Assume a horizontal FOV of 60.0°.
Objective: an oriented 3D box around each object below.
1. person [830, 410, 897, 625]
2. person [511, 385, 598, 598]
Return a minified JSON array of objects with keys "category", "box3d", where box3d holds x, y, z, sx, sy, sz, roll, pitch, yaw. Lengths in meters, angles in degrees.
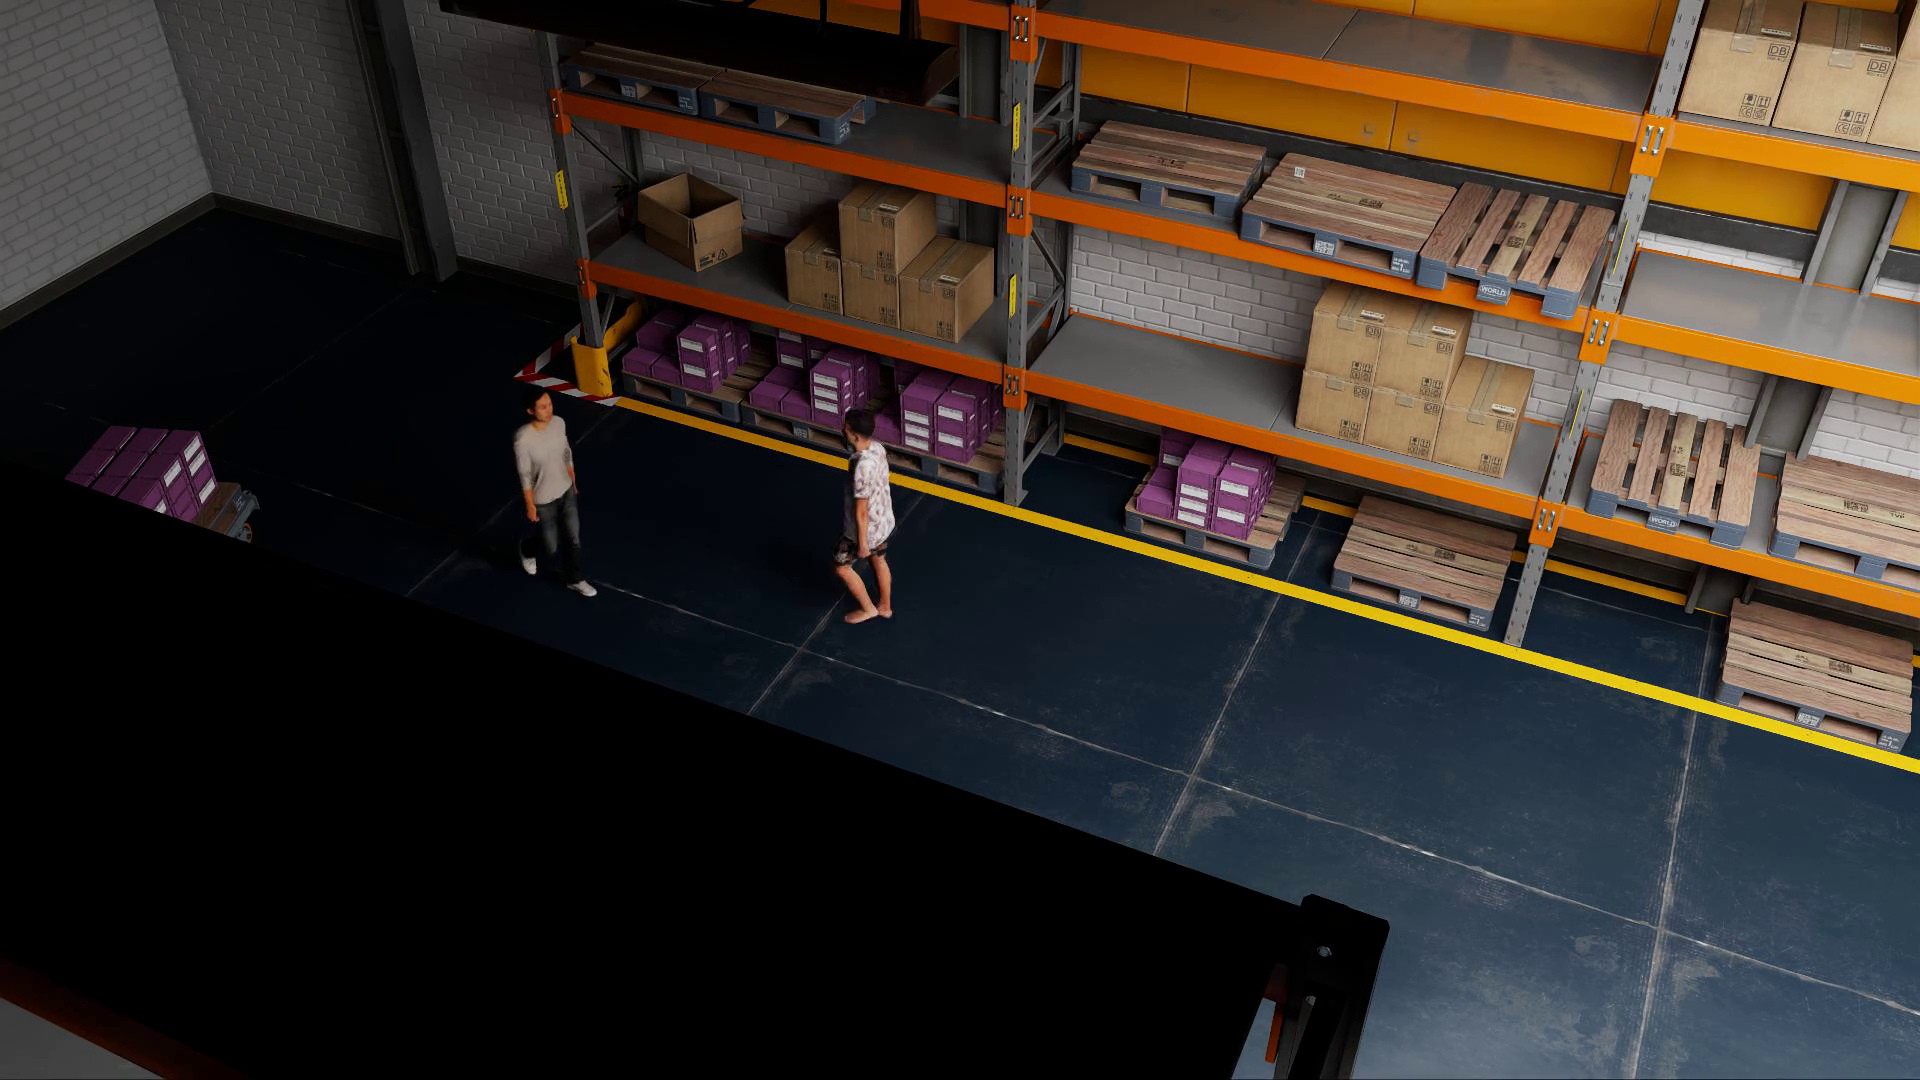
[{"category":"person","box3d":[-0.581,-0.119,11.827,0.684,1.805,0.732,11,40,13]},{"category":"person","box3d":[-3.055,-0.360,12.137,0.959,1.795,0.772,24,45,27]}]
